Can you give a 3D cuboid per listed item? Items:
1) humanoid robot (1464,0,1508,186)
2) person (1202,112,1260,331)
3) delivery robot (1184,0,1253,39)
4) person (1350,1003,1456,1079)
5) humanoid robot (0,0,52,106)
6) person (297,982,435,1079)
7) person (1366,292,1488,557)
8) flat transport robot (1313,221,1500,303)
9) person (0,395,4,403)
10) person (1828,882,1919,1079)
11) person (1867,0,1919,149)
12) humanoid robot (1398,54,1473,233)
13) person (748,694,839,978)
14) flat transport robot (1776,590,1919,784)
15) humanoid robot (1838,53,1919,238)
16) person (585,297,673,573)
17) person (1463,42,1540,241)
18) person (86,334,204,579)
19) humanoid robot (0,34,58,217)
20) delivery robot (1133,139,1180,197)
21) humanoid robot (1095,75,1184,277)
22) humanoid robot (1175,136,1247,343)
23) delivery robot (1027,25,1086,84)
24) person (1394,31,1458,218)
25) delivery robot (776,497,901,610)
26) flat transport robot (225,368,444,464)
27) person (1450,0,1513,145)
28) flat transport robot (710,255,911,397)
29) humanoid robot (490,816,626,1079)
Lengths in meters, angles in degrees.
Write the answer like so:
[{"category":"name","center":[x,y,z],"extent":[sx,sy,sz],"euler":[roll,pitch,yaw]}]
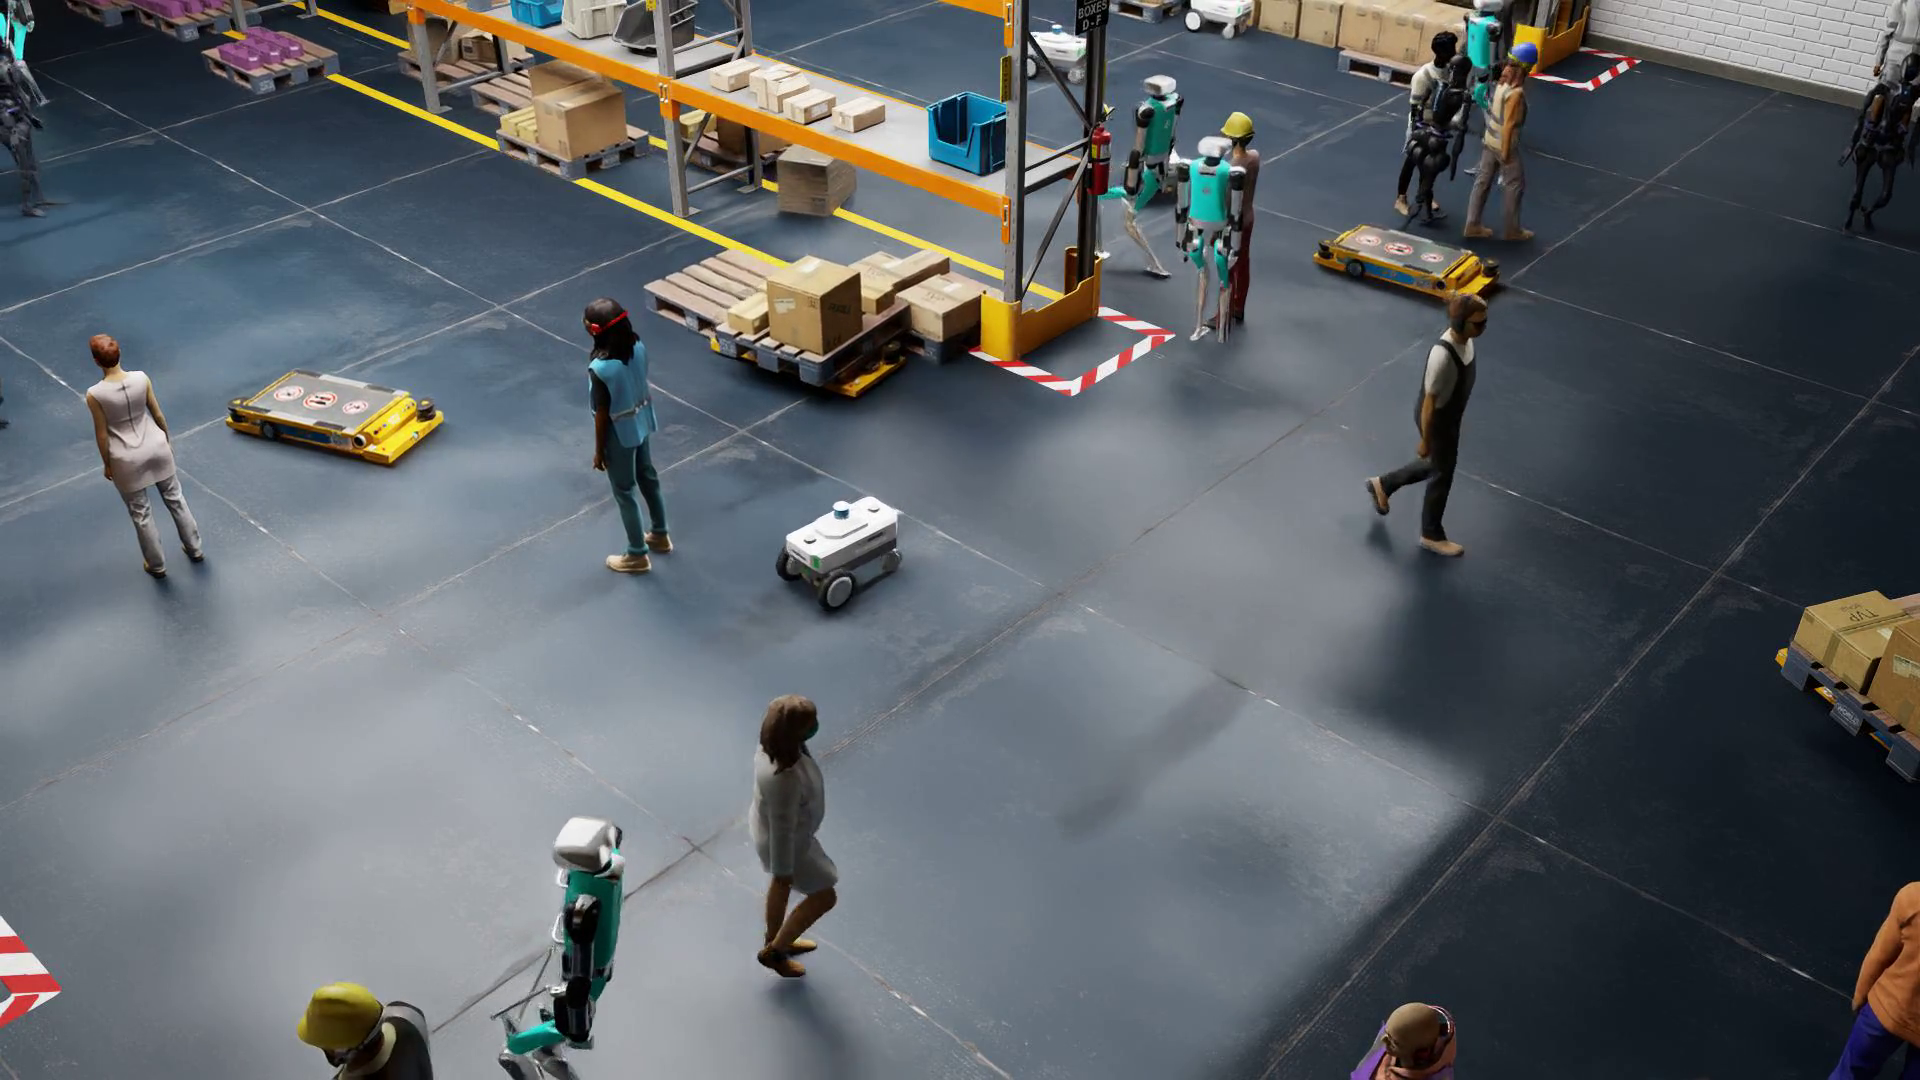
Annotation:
[{"category":"humanoid robot","center":[5.074,-4.225,15.641],"extent":[0.799,1.788,0.578],"euler":[-9,36,-13]},{"category":"person","center":[2.138,-2.506,13.122],"extent":[0.324,1.769,0.523],"euler":[25,42,32]},{"category":"delivery robot","center":[3.061,-6.264,19.633],"extent":[0.765,0.594,0.503],"euler":[25,42,32]},{"category":"person","center":[1.600,2.315,6.200],"extent":[0.341,1.692,0.494],"euler":[-8,35,-11]},{"category":"humanoid robot","center":[-9.993,-5.410,17.363],"extent":[0.581,1.767,0.796],"euler":[-2,35,-2]},{"category":"person","center":[-2.090,2.275,6.141],"extent":[0.404,1.827,0.598],"euler":[0,35,0]},{"category":"person","center":[2.995,-0.764,10.540],"extent":[0.656,1.829,0.514],"euler":[19,39,25]},{"category":"flat transport robot","center":[3.825,-2.380,14.258],"extent":[1.431,0.231,0.659],"euler":[24,41,30]},{"category":"person","center":[-7.292,-1.615,11.714],"extent":[0.560,1.902,0.635],"euler":[-9,36,-13]},{"category":"person","center":[3.818,1.878,6.595],"extent":[0.510,1.975,0.406],"euler":[27,43,33]},{"category":"person","center":[9.141,-4.627,16.064],"extent":[0.547,1.923,0.385],"euler":[15,37,20]},{"category":"humanoid robot","center":[4.142,-3.466,14.630],"extent":[0.730,1.615,0.612],"euler":[-20,39,-27]},{"category":"person","center":[-0.773,1.364,7.618],"extent":[0.401,1.647,0.503],"euler":[-6,35,-9]},{"category":"flat transport robot","center":[5.400,0.973,9.400],"extent":[0.659,0.231,1.431],"euler":[-11,36,-16]},{"category":"humanoid robot","center":[8.076,-3.456,14.576],"extent":[0.610,1.642,0.353],"euler":[6,35,9]},{"category":"person","center":[-2.067,-0.653,10.357],"extent":[0.373,1.859,0.516],"euler":[14,37,20]},{"category":"person","center":[4.850,-3.463,14.511],"extent":[0.688,1.755,0.490],"euler":[-1,35,-1]},{"category":"person","center":[-5.111,-0.522,10.349],"extent":[0.284,1.650,0.432],"euler":[25,42,31]},{"category":"humanoid robot","center":[-8.523,-3.772,15.024],"extent":[0.328,1.656,0.584],"euler":[-6,35,-8]},{"category":"delivery robot","center":[1.856,-3.524,15.679],"extent":[0.499,0.612,0.815],"euler":[-4,35,-5]},{"category":"humanoid robot","center":[1.406,-3.114,14.080],"extent":[1.018,1.776,0.530],"euler":[28,43,34]},{"category":"humanoid robot","center":[1.968,-2.310,12.936],"extent":[0.535,1.859,0.718],"euler":[13,37,19]},{"category":"delivery robot","center":[1.028,-5.369,18.346],"extent":[0.781,0.605,0.499],"euler":[14,37,20]},{"category":"person","center":[4.230,-3.754,14.998],"extent":[0.535,1.691,0.319],"euler":[-20,39,-26]},{"category":"delivery robot","center":[-0.763,0.052,10.499],"extent":[0.790,0.614,0.499],"euler":[-27,43,-34]},{"category":"flat transport robot","center":[-4.571,-0.915,12.136],"extent":[1.431,0.231,0.659],"euler":[12,36,17]},{"category":"person","center":[5.191,-4.809,16.393],"extent":[0.532,1.849,0.879],"euler":[-28,44,-34]},{"category":"flat transport robot","center":[-1.196,-1.502,12.987],"extent":[1.431,0.231,0.659],"euler":[21,40,27]},{"category":"humanoid robot","center":[-1.685,1.864,6.859],"extent":[0.767,1.830,0.533],"euler":[1,35,1]}]
